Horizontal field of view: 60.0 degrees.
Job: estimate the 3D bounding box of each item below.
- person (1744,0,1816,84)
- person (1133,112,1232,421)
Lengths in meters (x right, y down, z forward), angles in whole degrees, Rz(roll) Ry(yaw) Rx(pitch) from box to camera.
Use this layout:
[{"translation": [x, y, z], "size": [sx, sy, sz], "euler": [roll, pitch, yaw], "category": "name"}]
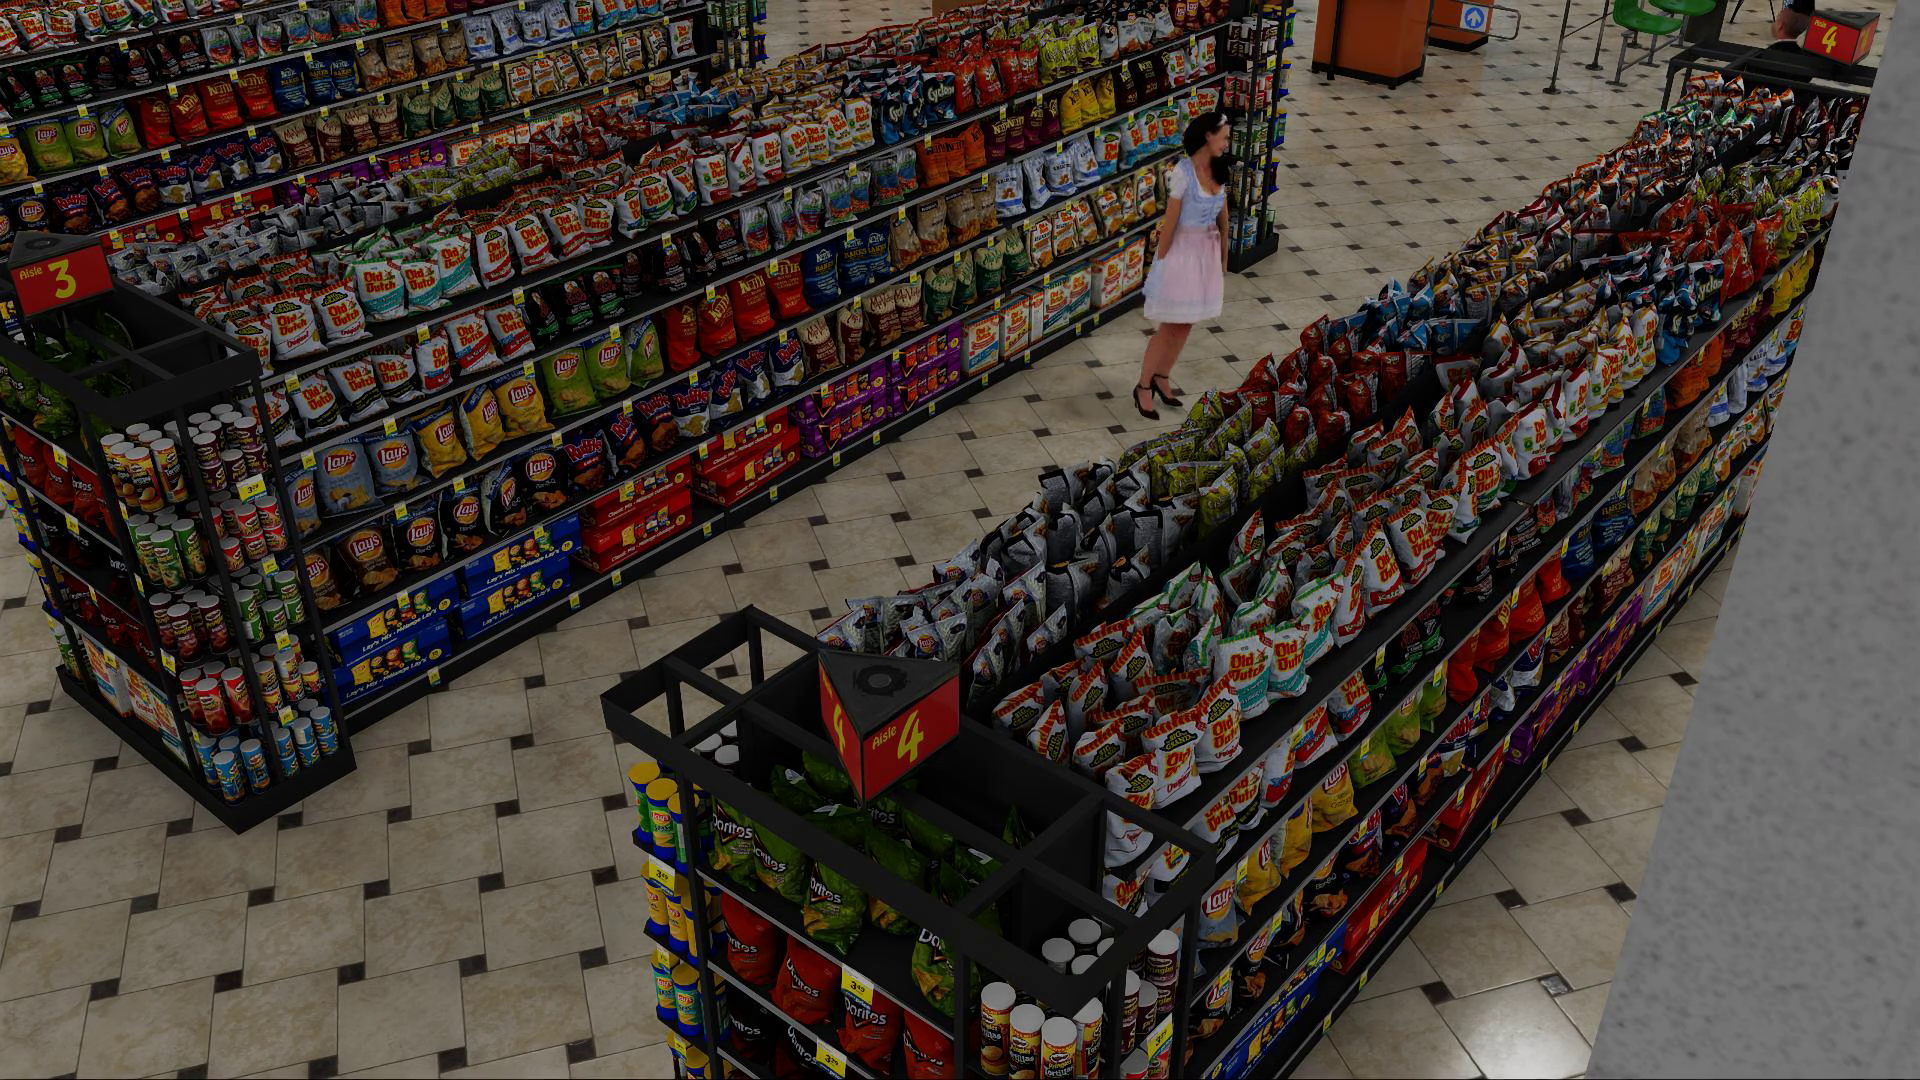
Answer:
[{"translation": [5.417, -2.644, 11.168], "size": [1.141, 1.928, 1.067], "euler": [-12, 34, -18], "category": "person"}, {"translation": [1.251, -1.561, 9.566], "size": [0.770, 1.781, 0.881], "euler": [-14, 35, -22], "category": "person"}]
